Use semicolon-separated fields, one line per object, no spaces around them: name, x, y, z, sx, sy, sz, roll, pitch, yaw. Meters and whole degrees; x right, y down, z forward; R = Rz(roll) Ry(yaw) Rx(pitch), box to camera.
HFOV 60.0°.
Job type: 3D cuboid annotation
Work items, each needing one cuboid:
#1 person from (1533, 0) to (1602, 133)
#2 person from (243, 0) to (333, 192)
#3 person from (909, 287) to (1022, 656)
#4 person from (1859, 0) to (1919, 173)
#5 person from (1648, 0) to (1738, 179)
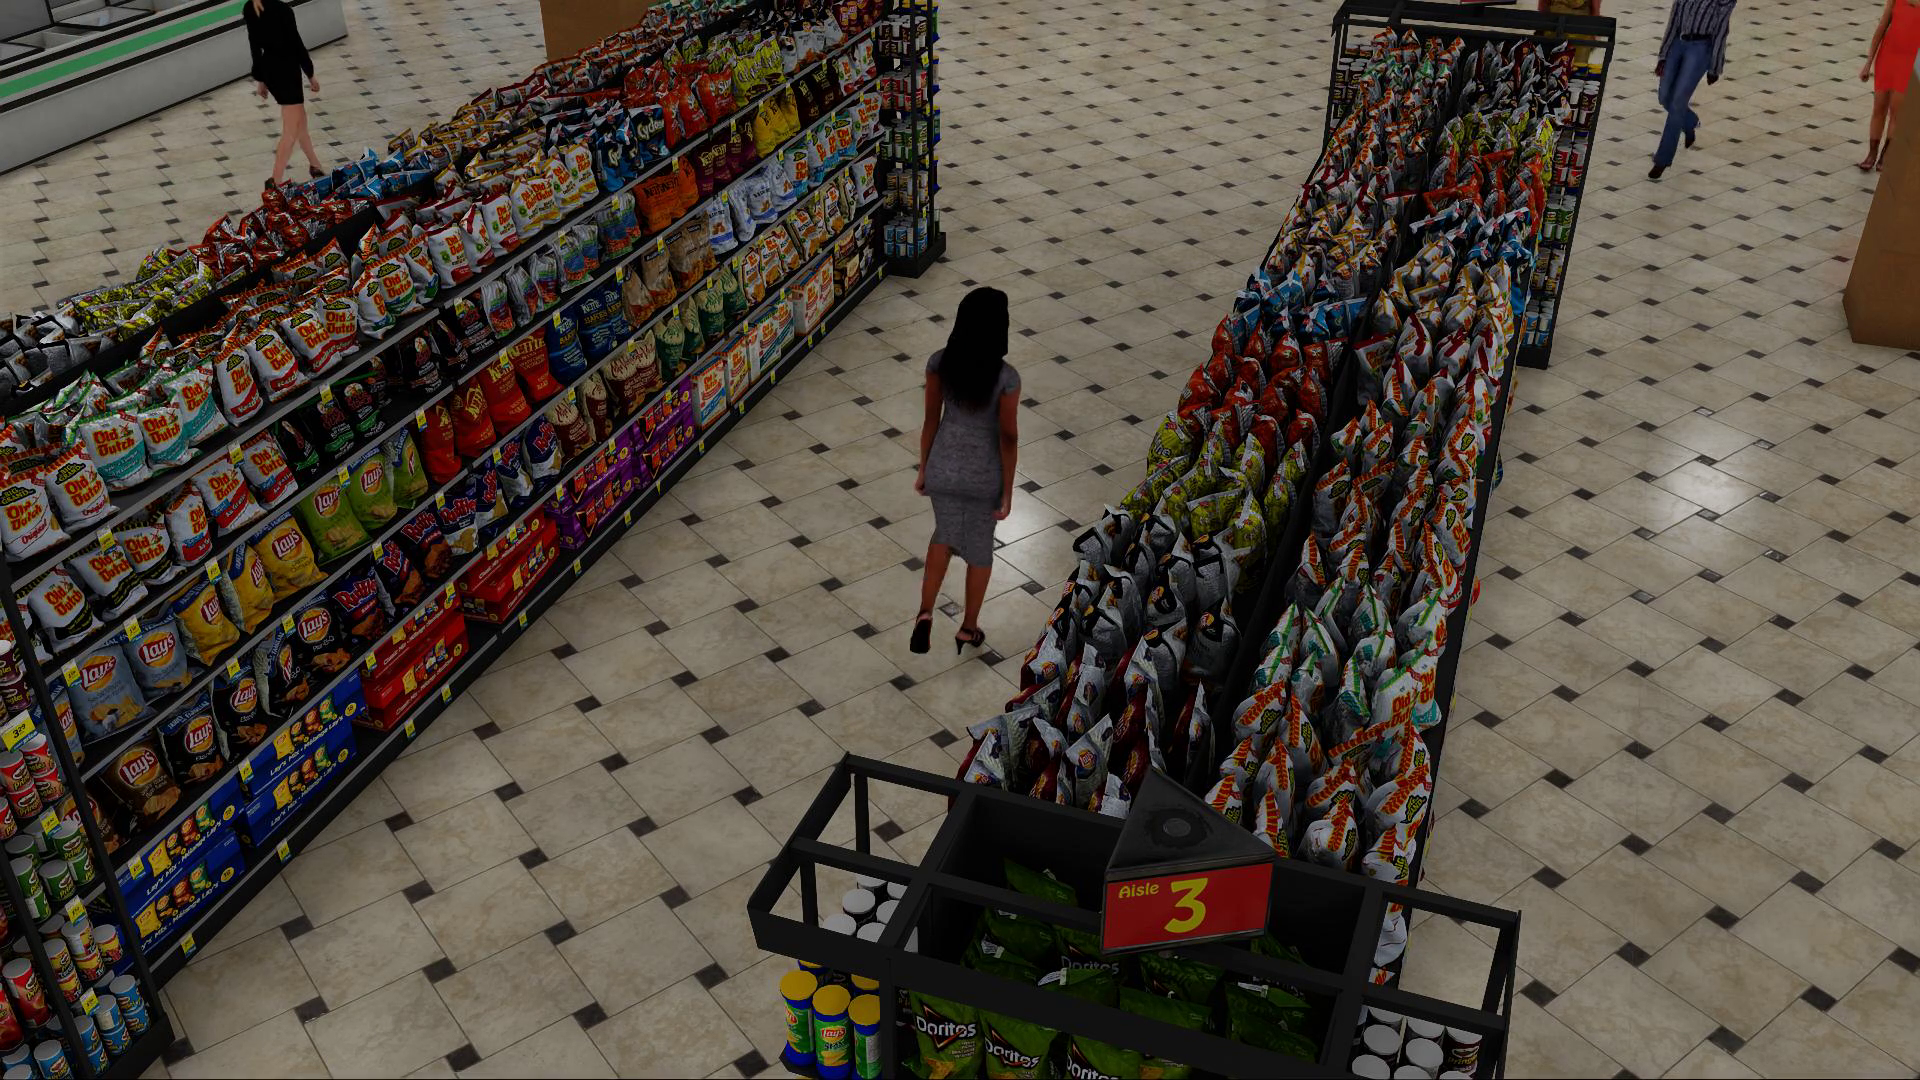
person;4.974;-4.130;13.639;0.960;1.613;1.225;21;38;30
person;-4.997;-3.305;12.207;0.570;1.727;1.099;11;33;17
person;-0.003;-0.205;7.199;0.613;1.755;0.822;11;33;17
person;7.300;-3.720;12.895;0.668;1.705;0.688;25;40;34
person;5.646;-3.712;12.825;1.105;1.765;0.931;-25;39;-34
